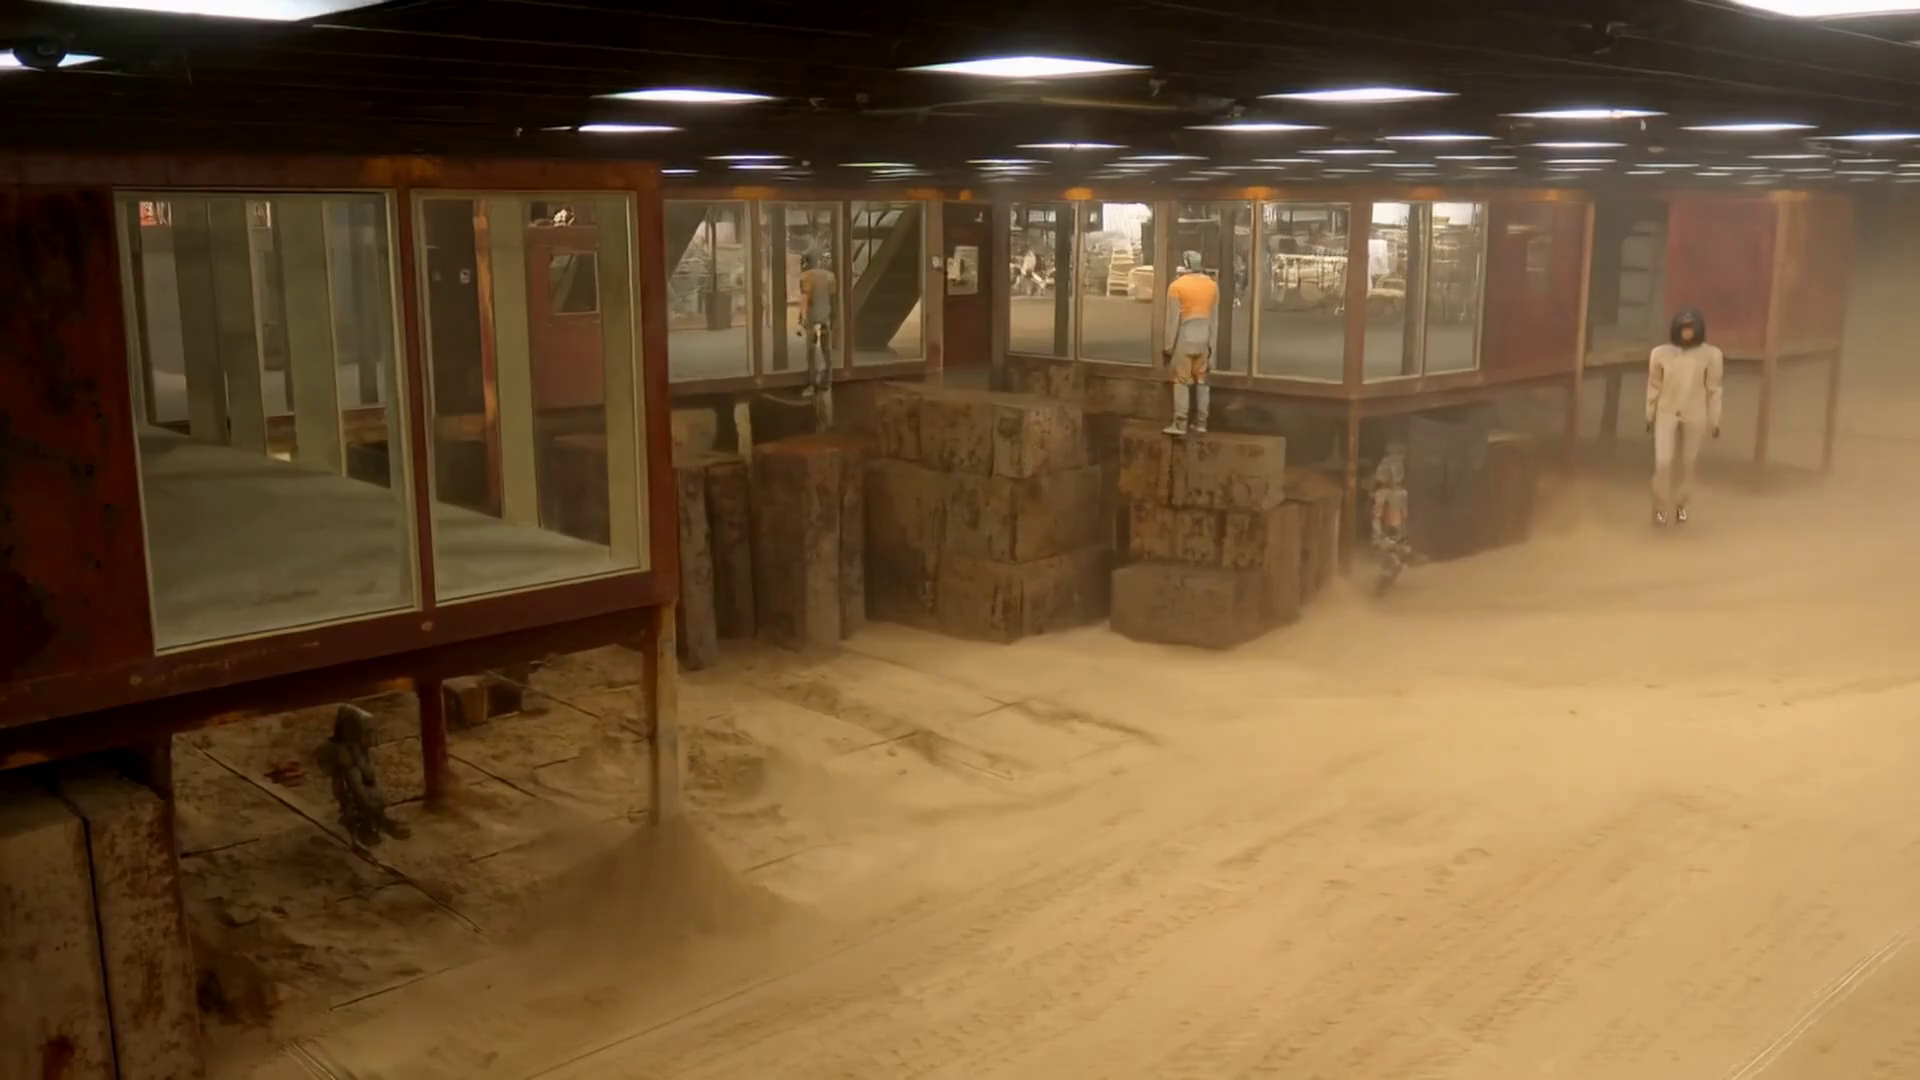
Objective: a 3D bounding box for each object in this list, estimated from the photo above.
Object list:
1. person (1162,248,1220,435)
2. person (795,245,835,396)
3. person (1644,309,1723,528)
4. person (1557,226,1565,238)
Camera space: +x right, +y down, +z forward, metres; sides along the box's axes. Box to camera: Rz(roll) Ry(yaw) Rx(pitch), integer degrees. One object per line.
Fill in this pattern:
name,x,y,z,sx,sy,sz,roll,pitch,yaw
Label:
person,2.357,-2.042,17.181,0.651,1.913,0.409,-7,13,-32
person,-1.802,-2.717,20.679,0.534,1.868,0.310,-7,13,-31
person,5.249,-0.867,12.092,0.520,1.591,0.847,5,12,22
person,29.945,-15.144,82.921,0.676,1.874,0.676,-9,14,-38
